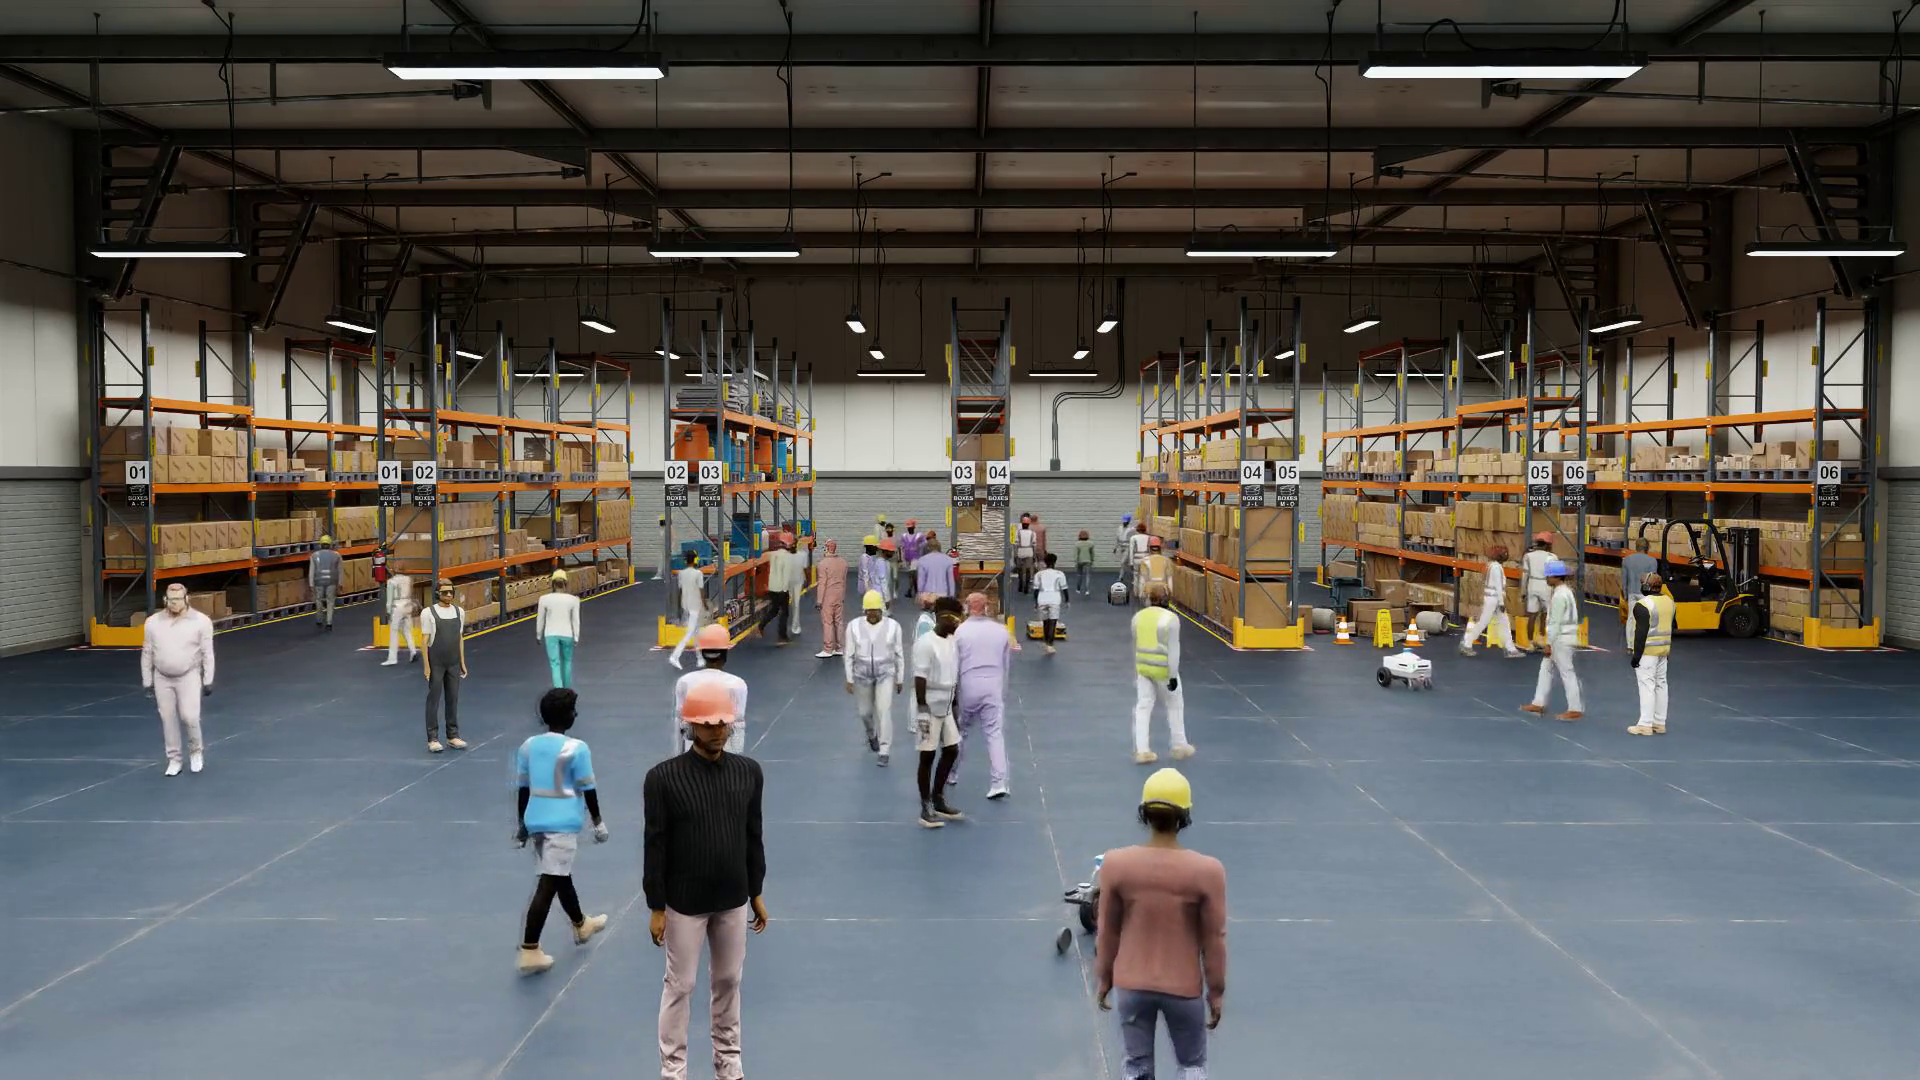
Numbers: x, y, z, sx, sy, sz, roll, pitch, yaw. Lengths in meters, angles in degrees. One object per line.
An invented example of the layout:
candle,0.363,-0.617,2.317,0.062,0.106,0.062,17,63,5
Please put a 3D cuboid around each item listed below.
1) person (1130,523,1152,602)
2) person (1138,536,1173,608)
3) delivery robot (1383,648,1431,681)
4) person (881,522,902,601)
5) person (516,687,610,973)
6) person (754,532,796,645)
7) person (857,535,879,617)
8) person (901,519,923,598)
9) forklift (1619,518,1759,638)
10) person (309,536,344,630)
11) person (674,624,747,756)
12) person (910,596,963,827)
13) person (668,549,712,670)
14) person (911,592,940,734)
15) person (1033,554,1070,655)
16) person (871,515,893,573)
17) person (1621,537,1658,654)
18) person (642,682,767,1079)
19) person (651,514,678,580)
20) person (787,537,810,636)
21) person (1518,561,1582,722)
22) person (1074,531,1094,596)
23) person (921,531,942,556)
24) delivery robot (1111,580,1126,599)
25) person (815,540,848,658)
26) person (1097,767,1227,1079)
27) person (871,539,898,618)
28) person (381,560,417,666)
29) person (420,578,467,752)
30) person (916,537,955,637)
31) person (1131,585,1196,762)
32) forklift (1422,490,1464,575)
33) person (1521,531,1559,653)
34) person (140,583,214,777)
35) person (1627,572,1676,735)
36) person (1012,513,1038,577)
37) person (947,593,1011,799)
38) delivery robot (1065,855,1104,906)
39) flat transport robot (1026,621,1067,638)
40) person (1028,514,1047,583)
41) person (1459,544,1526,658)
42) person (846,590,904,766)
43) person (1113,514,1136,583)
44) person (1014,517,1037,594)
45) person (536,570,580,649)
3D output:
person,4.233,0.521,37.717,0.578,1.837,0.949,0,2,1
person,3.309,0.890,27.444,0.574,1.919,0.454,0,2,-8
delivery robot,6.195,1.740,22.369,0.477,0.478,0.707,-1,2,-23
person,-1.607,0.500,38.147,0.513,1.854,0.729,0,2,5
person,-2.388,1.718,9.794,0.539,1.650,0.868,2,3,34
person,-3.181,0.845,28.114,0.717,1.963,0.625,-2,3,-43
person,-1.571,0.874,27.777,0.382,1.928,0.587,0,2,1
person,-1.162,0.429,39.392,0.556,1.904,0.939,1,2,21
forklift,13.417,0.684,29.791,2.313,2.155,1.214,0,2,0
person,-12.158,0.816,30.963,0.626,1.782,0.917,-1,3,-26
person,-1.786,1.545,11.376,0.559,1.904,0.955,1,2,13
person,-0.220,1.442,13.649,0.391,1.928,0.641,1,3,32
person,-4.125,1.049,24.664,0.520,1.833,0.935,2,3,41
person,-0.266,1.401,18.285,0.665,1.613,0.552,0,2,9
person,1.500,1.053,26.703,0.551,1.643,0.815,1,2,22
person,-2.488,0.123,48.817,0.904,1.776,0.645,1,2,16
person,11.188,0.919,26.544,0.351,1.936,0.635,-2,3,-34
person,-1.168,1.648,7.459,0.612,1.995,0.377,-2,3,-36
person,-8.243,0.186,45.711,0.947,1.890,0.598,-1,3,-25
person,-3.091,0.850,29.682,0.561,1.815,0.966,0,2,12
person,7.096,1.213,19.442,0.875,1.910,0.634,1,2,24
person,3.050,0.569,39.687,0.498,1.588,0.871,0,2,-1
person,-0.682,0.588,38.627,0.507,1.632,0.284,0,2,5
delivery robot,3.646,1.155,37.107,0.477,0.478,0.707,0,2,5
person,-2.114,0.949,26.183,0.409,1.909,0.640,2,3,36
person,0.808,1.807,6.524,0.535,1.757,0.434,1,2,14
person,-1.246,0.934,26.580,0.486,1.914,0.547,0,2,-8
person,-8.681,1.128,25.109,0.391,1.629,0.579,1,3,27
person,-5.531,1.330,17.333,0.345,1.846,0.507,2,3,40
person,-0.406,0.912,27.146,0.646,1.911,0.514,-1,2,-17
person,2.108,1.370,16.691,0.864,1.806,0.654,-2,3,-44
forklift,13.926,-0.371,47.846,1.873,2.768,1.129,0,2,0
person,9.650,0.868,26.860,0.624,2.012,0.759,-2,3,-41
person,-7.690,1.370,15.845,0.645,1.893,0.432,0,2,-8
person,7.866,1.289,18.410,0.632,1.843,0.429,-2,3,-34
person,1.956,0.146,46.840,1.023,1.864,0.615,-1,2,-16
person,0.149,1.429,14.909,0.684,1.860,1.053,-1,2,-18
delivery robot,0.907,2.098,10.134,0.335,0.223,0.698,1,3,33
flat transport robot,1.579,1.638,29.634,0.652,0.197,1.431,0,2,-1
person,2.032,0.234,44.233,0.682,1.906,0.402,0,2,-10
person,8.626,0.985,26.213,1.006,1.841,0.575,1,3,25
person,-0.867,1.390,16.673,0.600,1.785,0.728,0,2,4
person,4.593,0.231,44.384,0.702,1.888,0.798,2,3,41
person,1.624,0.377,40.431,0.571,1.913,0.780,0,2,-2
person,-5.219,1.252,20.936,0.531,1.717,0.915,-1,2,-23
